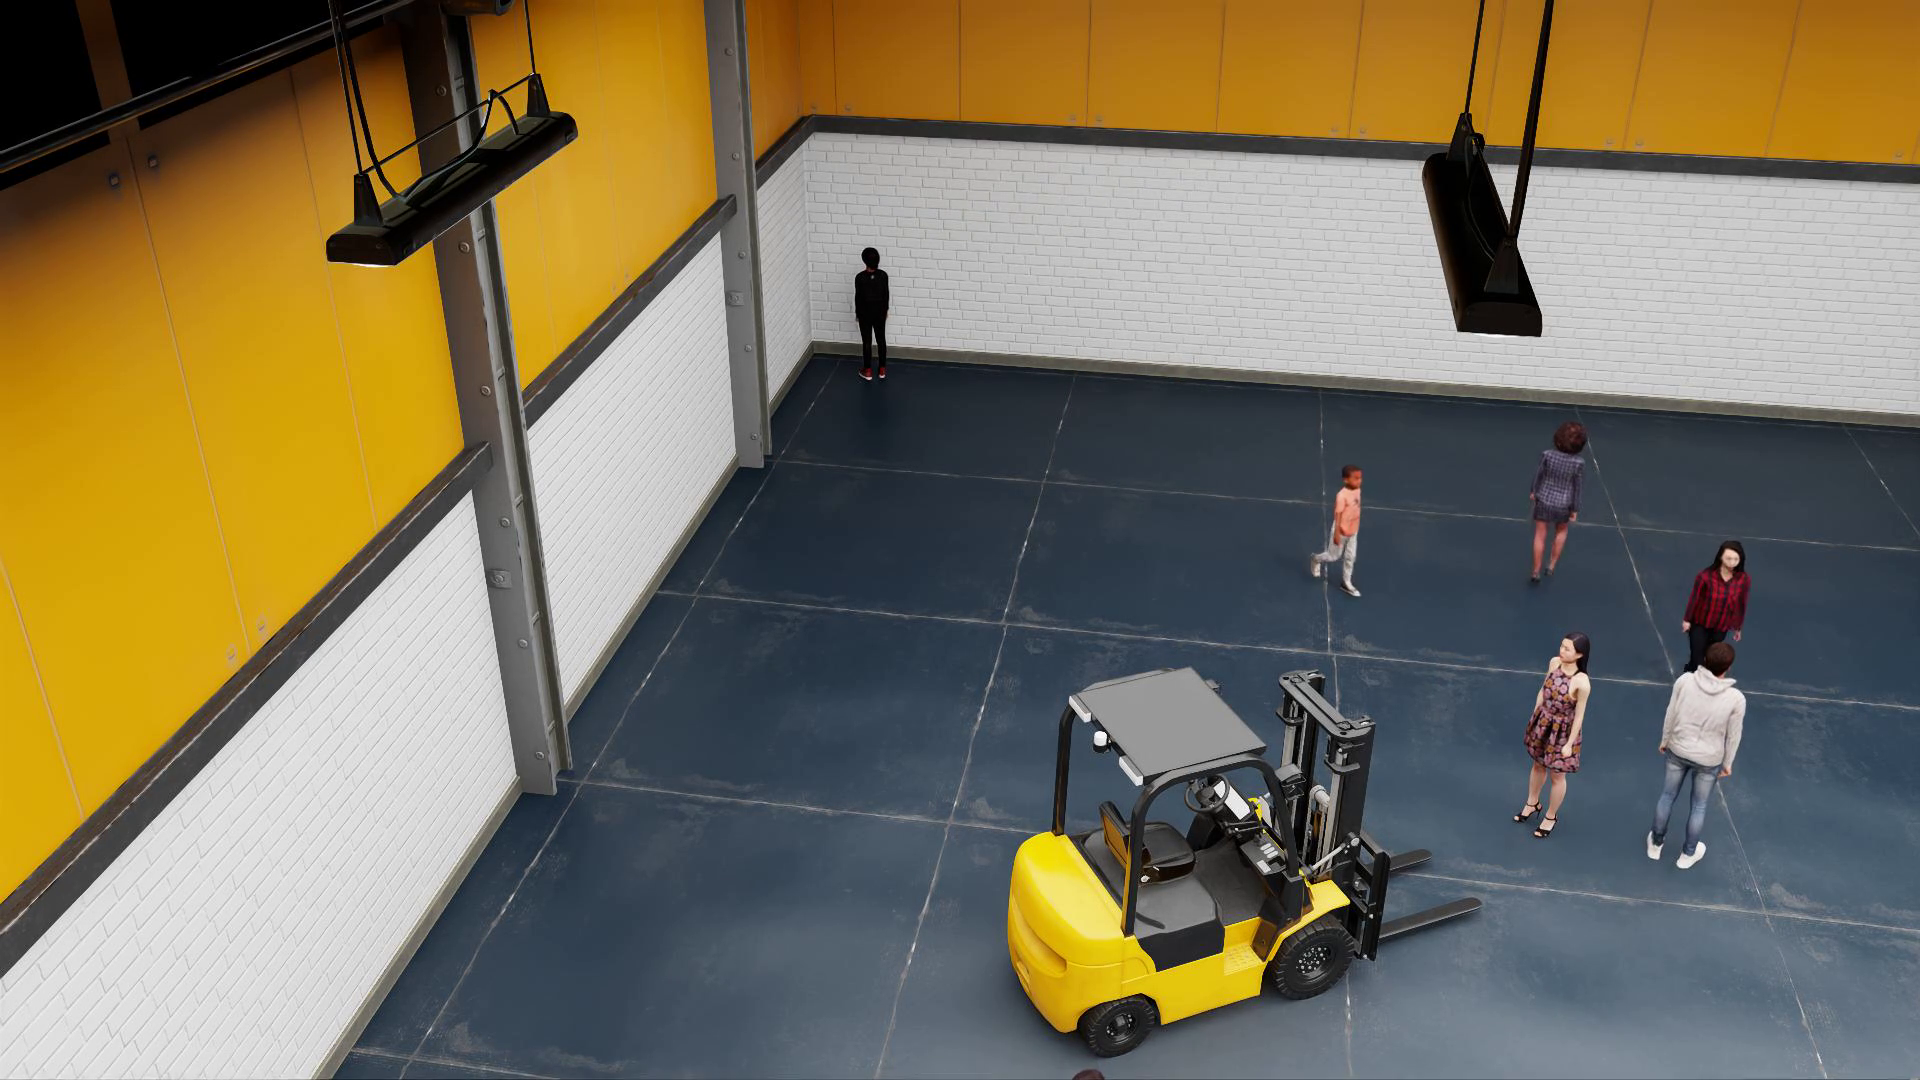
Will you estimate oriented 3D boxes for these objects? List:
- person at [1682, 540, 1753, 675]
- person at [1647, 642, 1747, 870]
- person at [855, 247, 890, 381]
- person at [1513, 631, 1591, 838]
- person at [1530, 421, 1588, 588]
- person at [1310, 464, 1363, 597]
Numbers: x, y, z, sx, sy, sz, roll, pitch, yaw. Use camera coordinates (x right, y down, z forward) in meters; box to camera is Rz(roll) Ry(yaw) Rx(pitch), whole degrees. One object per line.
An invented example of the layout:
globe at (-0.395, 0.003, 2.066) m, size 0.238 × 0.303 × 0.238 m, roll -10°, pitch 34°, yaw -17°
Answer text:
person at (6.298, 0.660, 14.031) m, size 0.624 × 1.643 × 0.632 m, roll 0°, pitch 29°, yaw 0°
person at (5.368, 1.558, 12.166) m, size 0.749 × 1.851 × 0.712 m, roll 17°, pitch 33°, yaw 28°
person at (-1.066, -2.774, 20.292) m, size 0.684 × 1.675 × 0.702 m, roll -10°, pitch 30°, yaw -18°
person at (4.456, 1.448, 12.450) m, size 0.860 × 1.774 × 0.784 m, roll -12°, pitch 31°, yaw -21°
person at (5.603, -0.288, 15.727) m, size 0.728 × 1.684 × 0.753 m, roll 13°, pitch 31°, yaw 22°
person at (3.614, -0.127, 15.836) m, size 0.807 × 1.296 × 0.879 m, roll -19°, pitch 34°, yaw -30°
